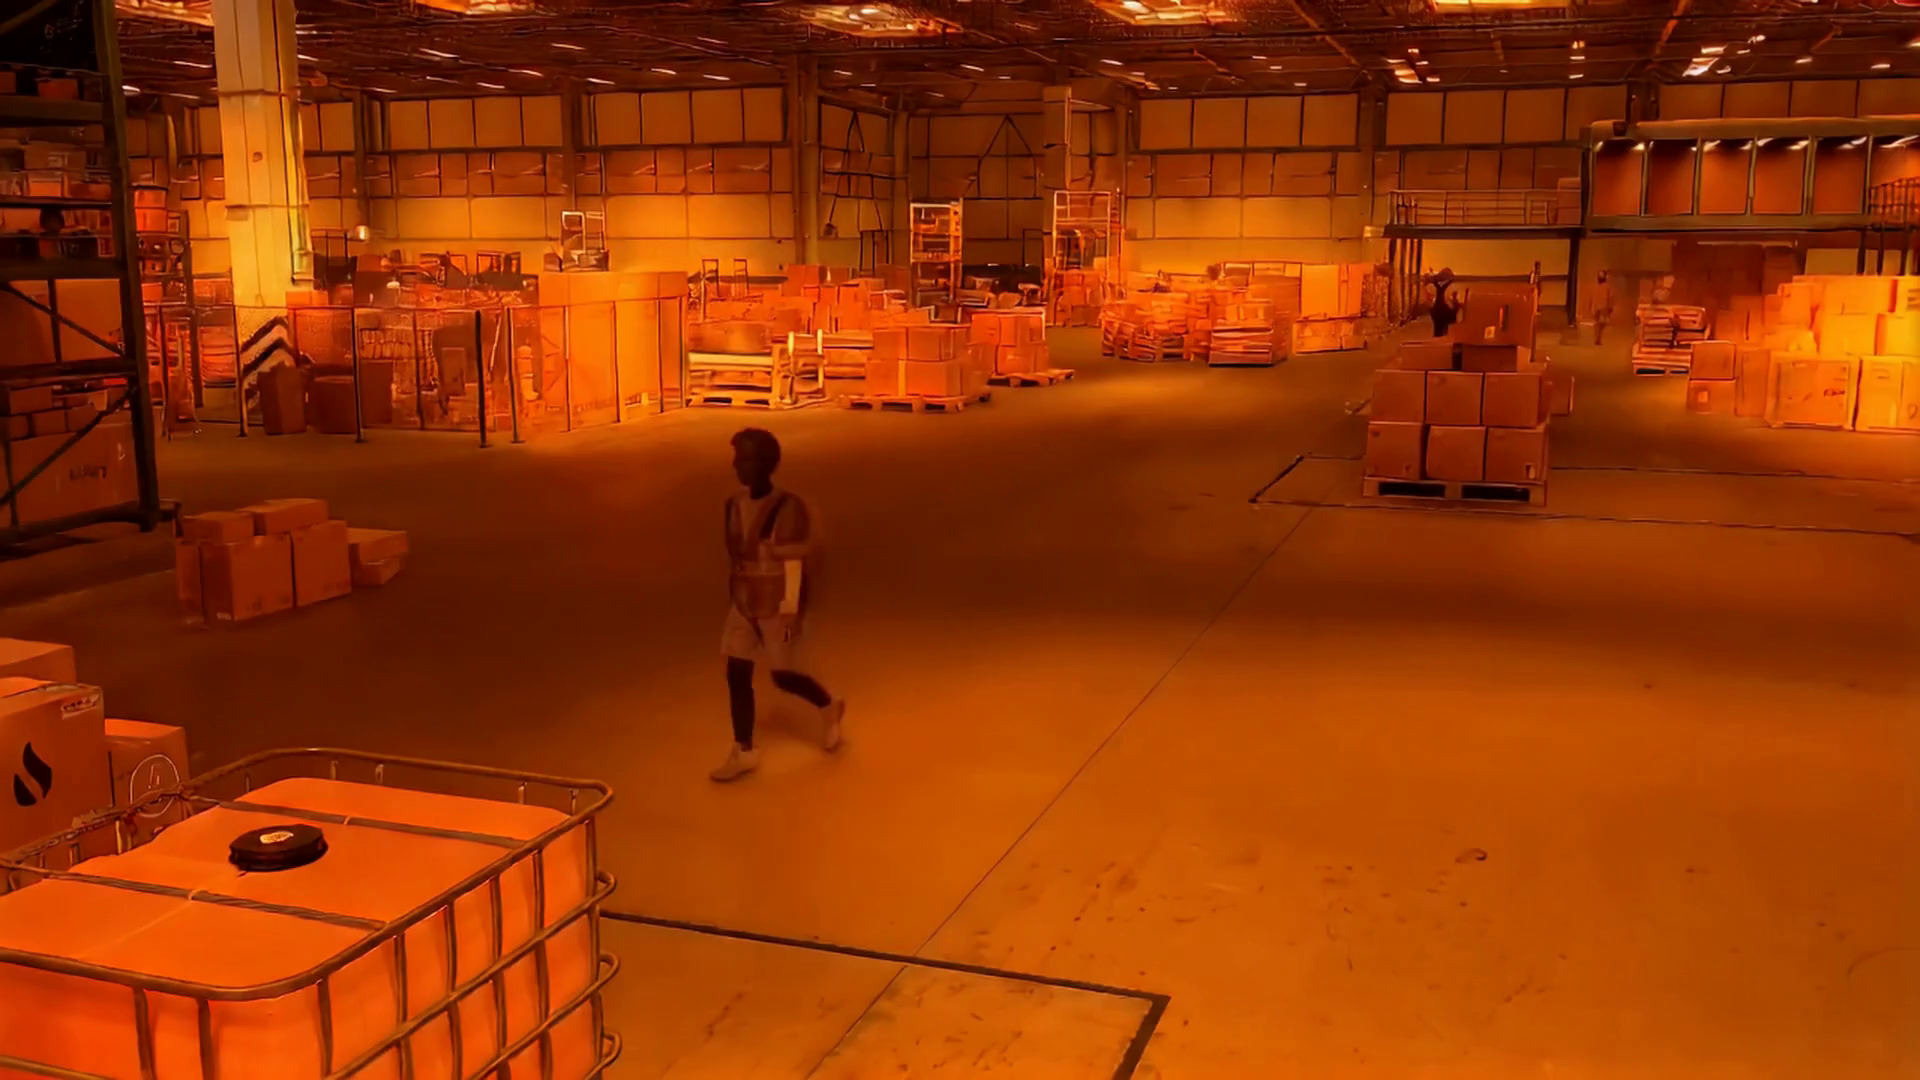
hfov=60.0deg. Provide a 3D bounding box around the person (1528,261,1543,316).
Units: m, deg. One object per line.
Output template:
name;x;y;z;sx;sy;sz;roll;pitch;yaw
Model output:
person;20.214;-8.815;58.395;0.587;1.928;0.382;-4;11;-19

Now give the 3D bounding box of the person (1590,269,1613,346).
person;16.002;-5.810;41.581;0.542;1.902;0.925;1;10;5

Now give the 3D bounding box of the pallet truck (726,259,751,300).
pallet truck;-7.986;-9.493;62.019;0.823;1.965;1.885;3;11;17

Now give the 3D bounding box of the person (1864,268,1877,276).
person;19.502;-4.852;35.833;0.618;2.024;0.819;0;10;1

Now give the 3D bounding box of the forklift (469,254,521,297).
forklift;-17.990;-10.121;64.684;1.157;1.987;2.680;3;11;17

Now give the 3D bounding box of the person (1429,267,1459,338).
person;10.661;-4.993;36.558;0.688;2.000;0.536;8;13;39

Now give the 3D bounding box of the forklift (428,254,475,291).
forklift;-20.133;-10.254;65.465;1.157;1.987;2.680;3;11;19

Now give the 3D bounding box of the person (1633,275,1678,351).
person;14.385;-4.528;34.337;0.682;1.907;0.645;4;11;20

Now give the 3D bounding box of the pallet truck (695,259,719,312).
pallet truck;-9.165;-9.627;62.776;0.823;1.965;1.885;4;11;23

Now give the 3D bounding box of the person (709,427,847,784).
person;-0.868;0.288;7.838;0.536;1.671;0.679;8;13;38

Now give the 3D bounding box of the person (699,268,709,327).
person;-7.013;-6.546;45.798;0.329;1.866;0.514;-1;10;-8

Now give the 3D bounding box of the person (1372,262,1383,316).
person;14.672;-8.787;58.366;0.356;1.884;0.572;-3;10;-16

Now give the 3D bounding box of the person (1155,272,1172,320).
person;5.539;-6.390;45.210;0.552;1.750;0.365;6;12;32
